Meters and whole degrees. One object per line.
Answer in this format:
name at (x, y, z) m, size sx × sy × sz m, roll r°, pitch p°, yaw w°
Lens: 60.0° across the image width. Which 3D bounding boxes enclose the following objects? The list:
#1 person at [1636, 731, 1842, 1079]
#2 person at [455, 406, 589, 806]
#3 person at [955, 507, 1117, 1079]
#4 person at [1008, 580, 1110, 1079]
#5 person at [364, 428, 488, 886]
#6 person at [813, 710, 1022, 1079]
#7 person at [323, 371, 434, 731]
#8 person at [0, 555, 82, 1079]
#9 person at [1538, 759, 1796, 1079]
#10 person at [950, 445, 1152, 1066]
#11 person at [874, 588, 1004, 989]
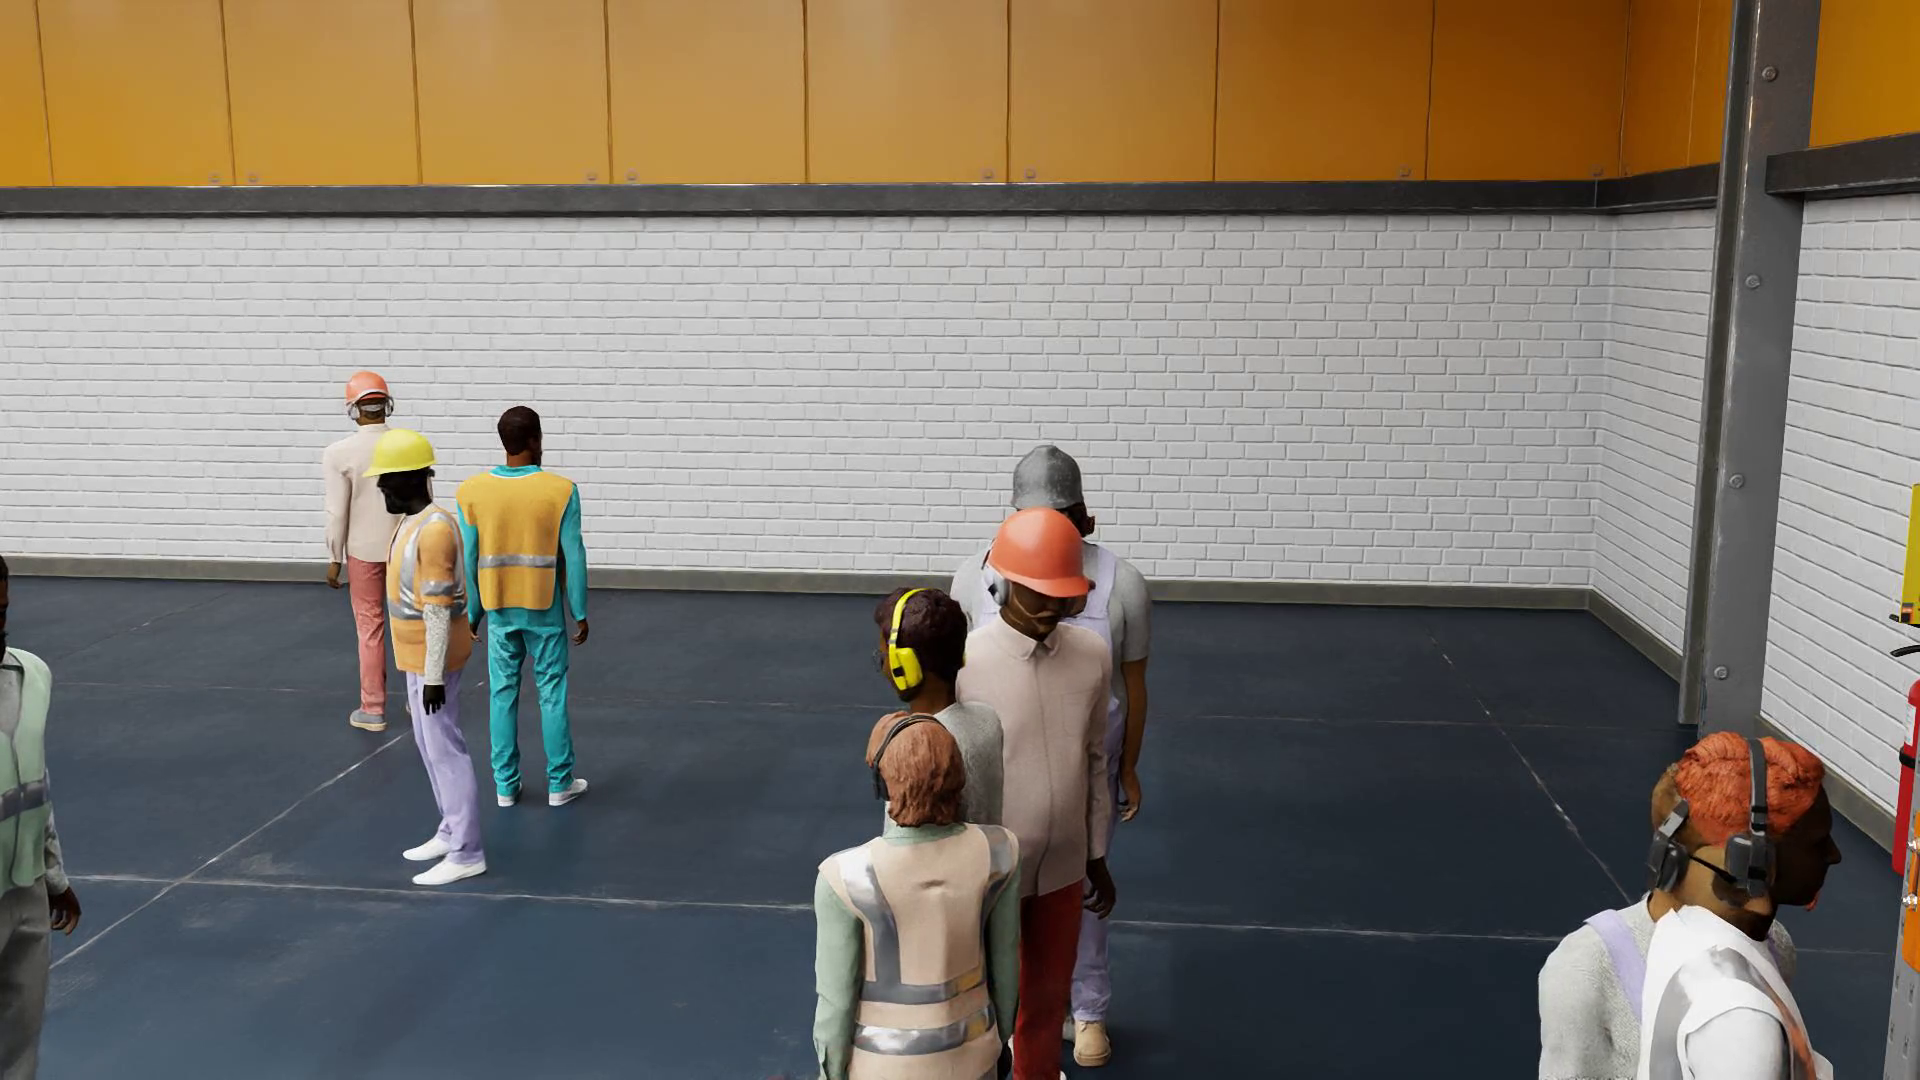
person at (1.250, 1.239, 2.773) m, size 0.355 × 1.883 × 0.575 m, roll 2°, pitch 10°, yaw 10°
person at (-2.069, 0.324, 7.909) m, size 0.597 × 1.915 × 0.371 m, roll 0°, pitch 10°, yaw 1°
person at (0.176, 0.887, 4.488) m, size 0.614 × 1.986 × 0.407 m, roll -6°, pitch 12°, yaw -31°
person at (0.307, 0.907, 5.365) m, size 0.308 × 1.640 × 0.511 m, roll 6°, pitch 12°, yaw 31°
person at (-2.255, 0.485, 7.006) m, size 0.387 × 1.916 × 0.585 m, roll -5°, pitch 11°, yaw -28°
person at (-0.088, 1.189, 3.754) m, size 0.514 × 1.641 × 0.307 m, roll -5°, pitch 11°, yaw -28°
person at (-3.211, 0.061, 9.219) m, size 0.611 × 1.985 × 0.393 m, roll -8°, pitch 13°, yaw -40°
person at (-2.564, 0.948, 4.340) m, size 0.375 × 1.915 × 0.592 m, roll 1°, pitch 10°, yaw 8°
person at (1.195, 1.247, 2.852) m, size 0.506 × 1.838 × 0.348 m, roll -4°, pitch 11°, yaw -22°
person at (0.273, 0.706, 5.371) m, size 0.674 × 2.000 × 0.535 m, roll 1°, pitch 10°, yaw 6°
person at (-0.059, 1.030, 4.026) m, size 0.329 × 1.863 × 0.518 m, roll 4°, pitch 11°, yaw 21°
